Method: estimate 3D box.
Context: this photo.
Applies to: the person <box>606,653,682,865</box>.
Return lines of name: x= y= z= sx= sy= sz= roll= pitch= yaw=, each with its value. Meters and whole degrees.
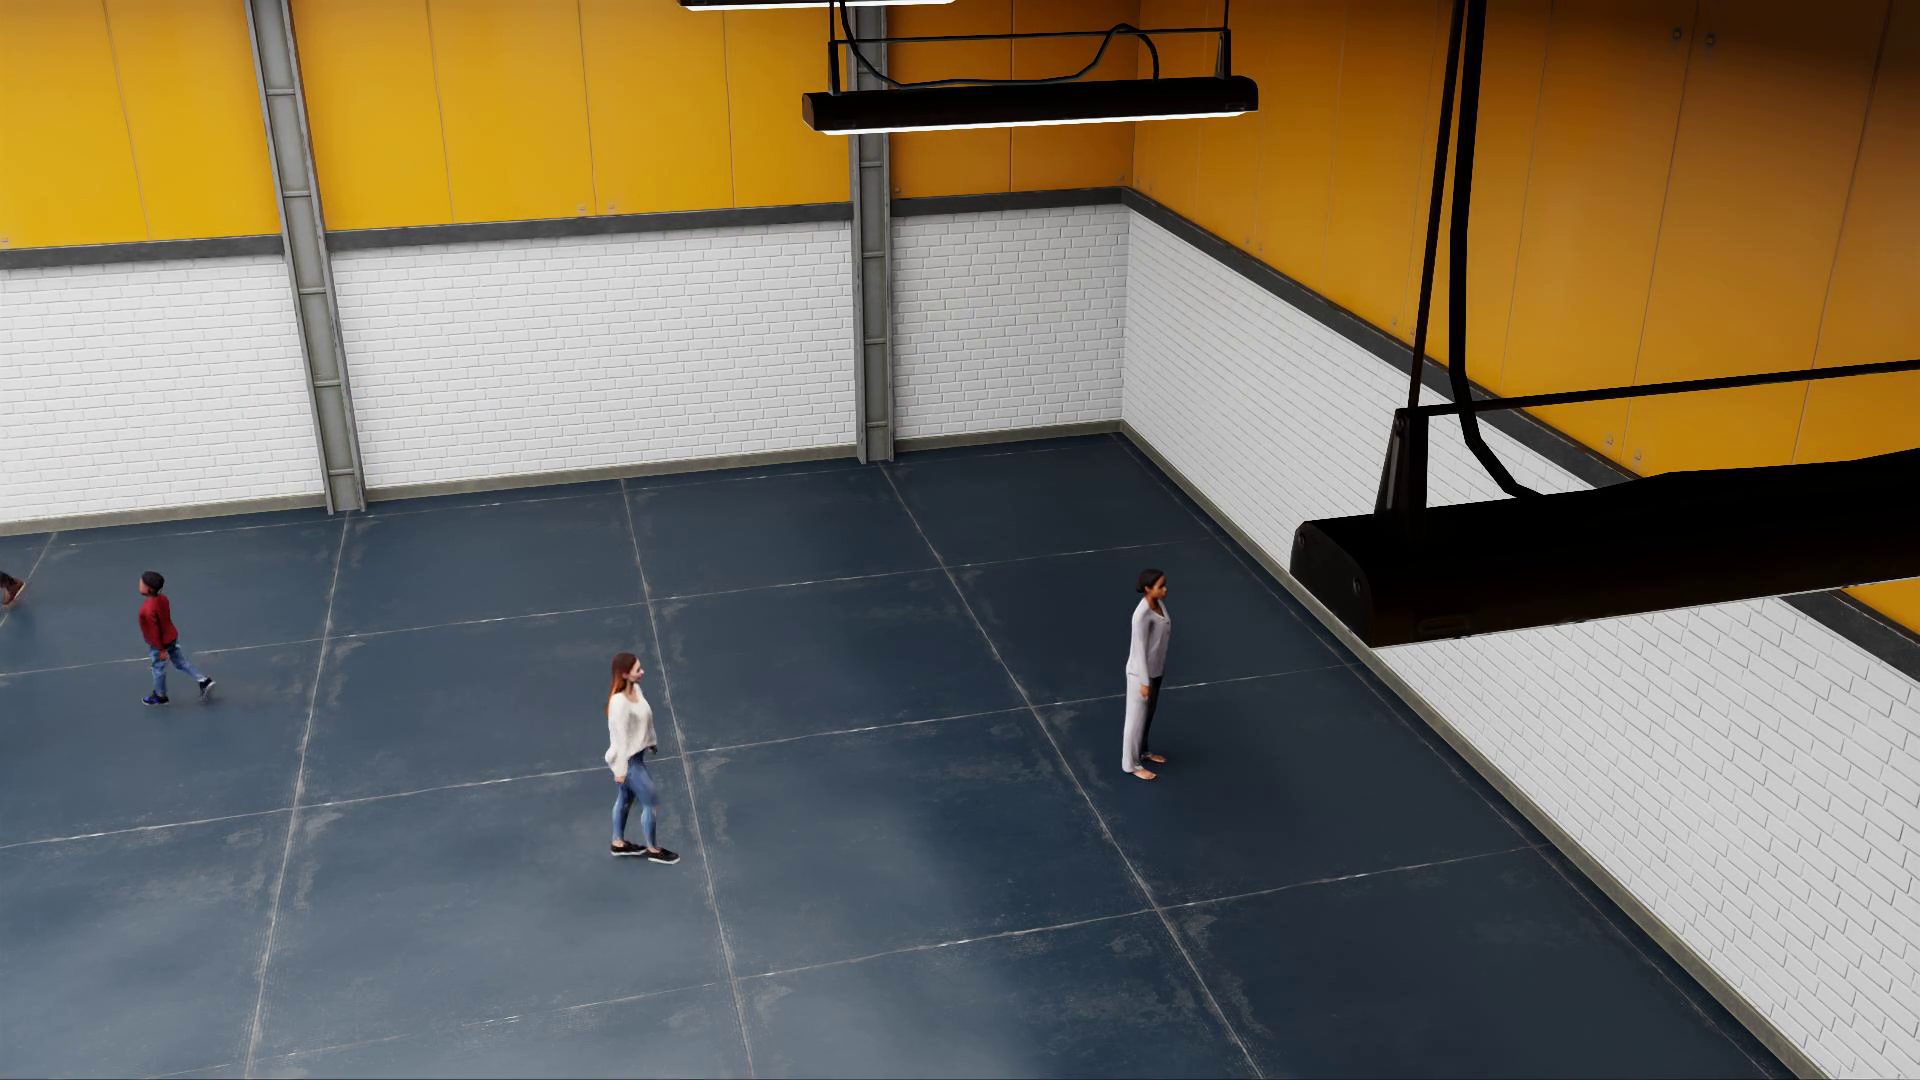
person: x=-2.456 y=1.584 z=11.958 sx=0.847 sy=1.672 sz=0.746 roll=1 pitch=24 yaw=1

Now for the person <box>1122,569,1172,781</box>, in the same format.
person: x=1.466 y=1.022 z=13.166 sx=0.759 sy=1.736 sz=0.718 roll=11 pitch=26 yaw=23

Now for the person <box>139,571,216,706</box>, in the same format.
person: x=-6.728 y=0.847 z=14.181 sx=0.882 sy=1.244 sz=0.635 roll=0 pitch=24 yaw=1
